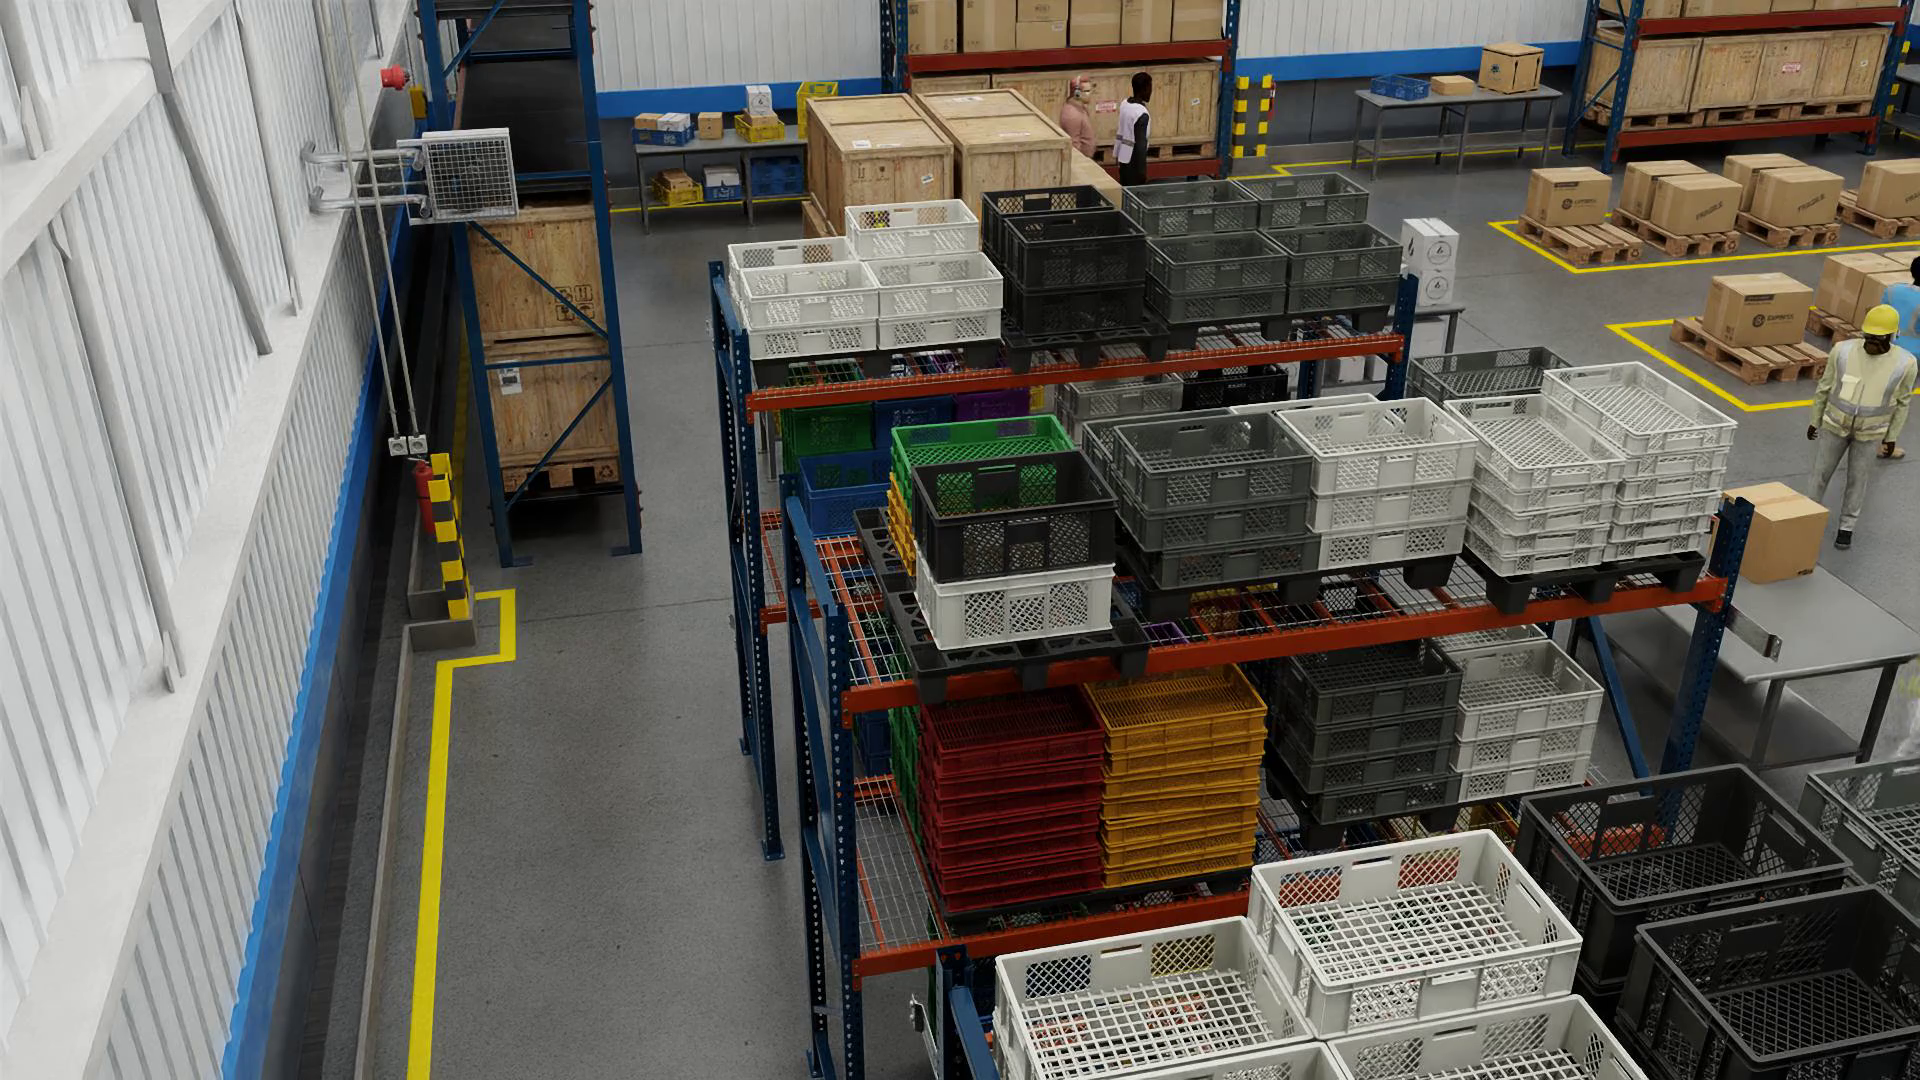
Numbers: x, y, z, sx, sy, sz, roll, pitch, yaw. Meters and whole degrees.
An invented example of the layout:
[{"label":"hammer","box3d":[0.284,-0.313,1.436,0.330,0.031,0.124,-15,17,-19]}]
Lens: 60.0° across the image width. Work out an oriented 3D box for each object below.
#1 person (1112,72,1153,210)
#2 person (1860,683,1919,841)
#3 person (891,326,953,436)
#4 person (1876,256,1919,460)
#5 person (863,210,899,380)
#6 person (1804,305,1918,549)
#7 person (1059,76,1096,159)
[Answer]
[{"label":"person","box3d":[1.869,-4.115,18.084,0.386,1.912,0.591,-8,29,-14]},{"label":"person","box3d":[5.294,0.849,8.775,0.689,1.800,0.644,-1,28,-2]},{"label":"person","box3d":[-0.284,-0.939,12.081,0.582,1.881,0.338,-23,35,-36]},{"label":"person","box3d":[7.535,-1.489,13.321,0.317,1.697,0.540,-9,29,-16]},{"label":"person","box3d":[-0.626,-1.893,13.915,0.333,1.864,0.515,-7,29,-13]},{"label":"person","box3d":[6.398,-0.815,11.901,0.599,1.830,0.404,18,33,30]},{"label":"person","box3d":[1.256,-4.037,17.935,0.400,1.909,0.643,1,28,3]}]
